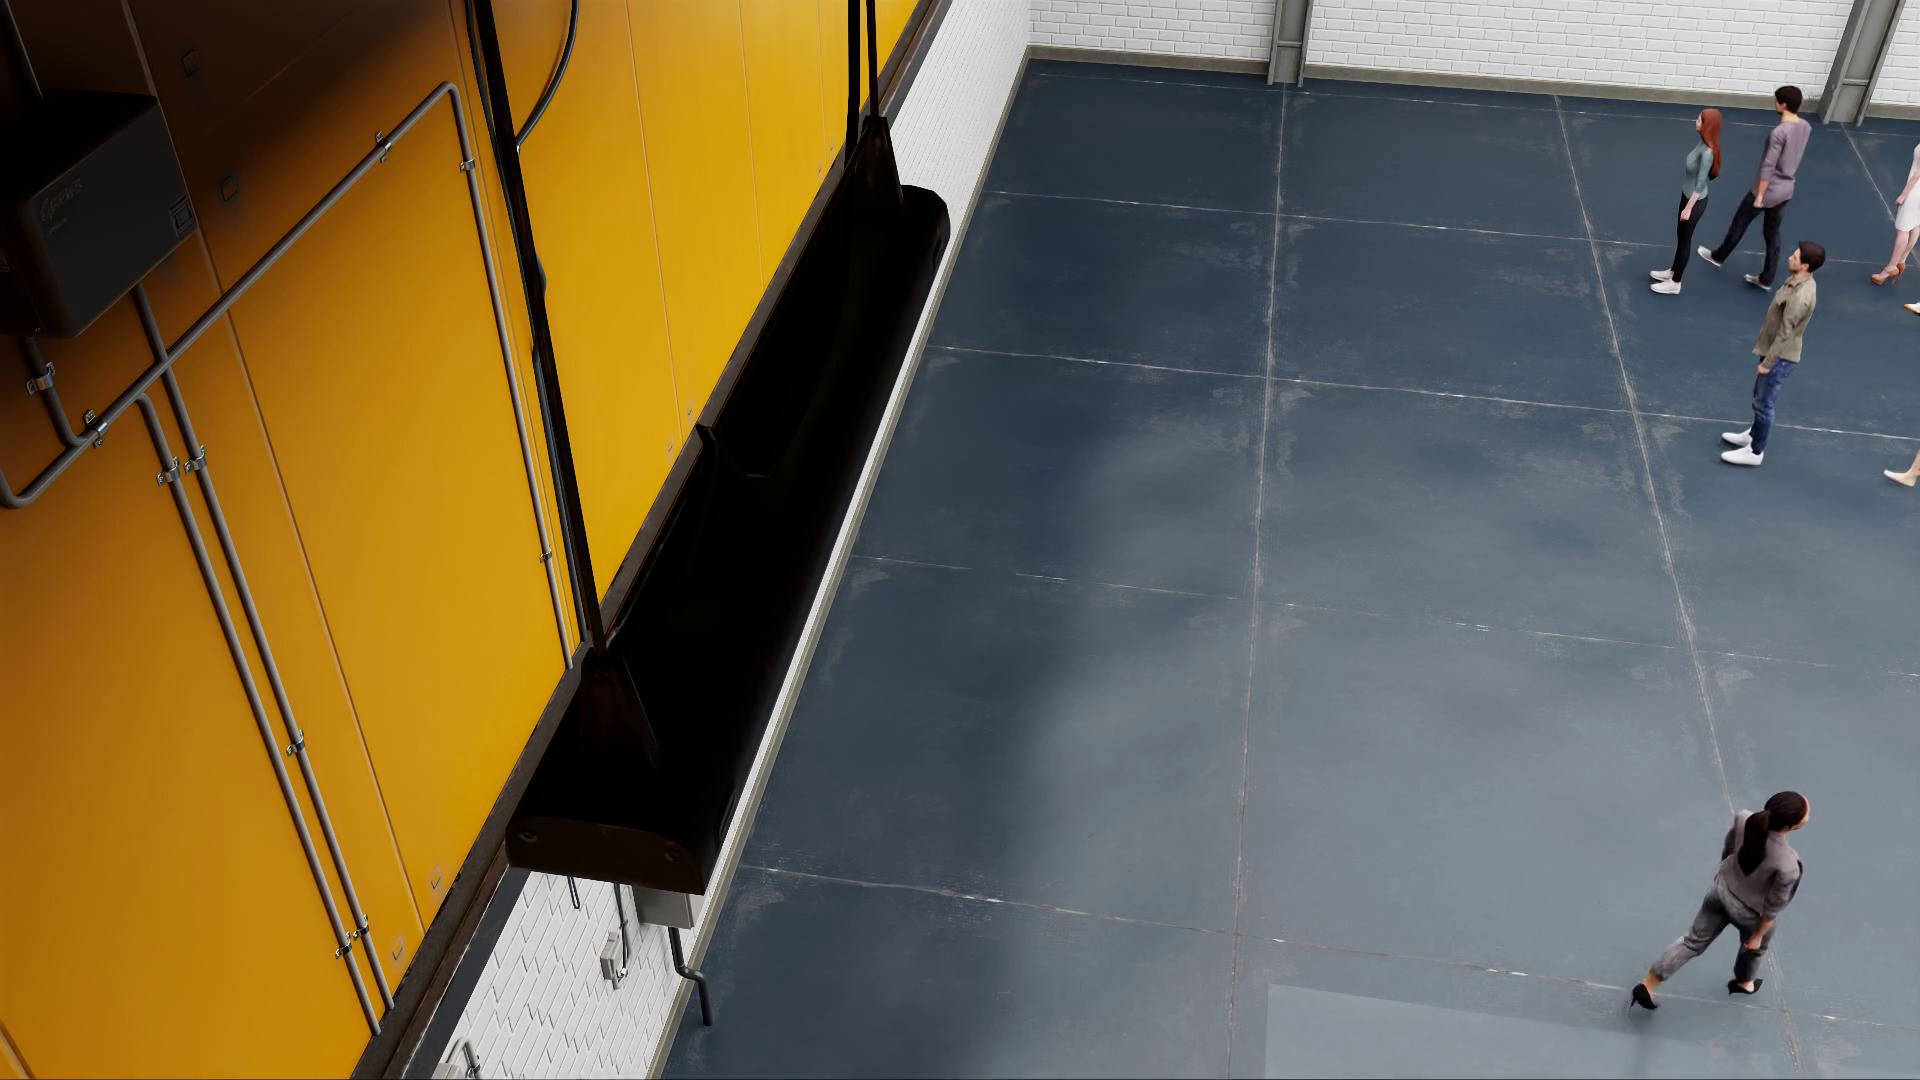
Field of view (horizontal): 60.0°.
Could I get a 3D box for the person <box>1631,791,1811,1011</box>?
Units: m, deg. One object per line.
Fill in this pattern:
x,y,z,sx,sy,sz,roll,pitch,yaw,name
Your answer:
3.997,1.937,8.696,1.168,1.641,0.956,-12,40,-15,person

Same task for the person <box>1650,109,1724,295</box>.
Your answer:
6.513,-3.010,14.810,0.592,1.742,0.621,14,41,17,person

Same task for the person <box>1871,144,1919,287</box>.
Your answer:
8.591,-3.108,14.895,0.629,1.790,0.675,-26,46,-29,person

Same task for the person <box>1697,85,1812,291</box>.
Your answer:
7.330,-3.083,14.850,1.103,1.805,1.117,-20,43,-23,person

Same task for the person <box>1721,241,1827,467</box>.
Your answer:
6.271,-1.417,12.721,0.653,1.860,0.744,15,41,18,person
